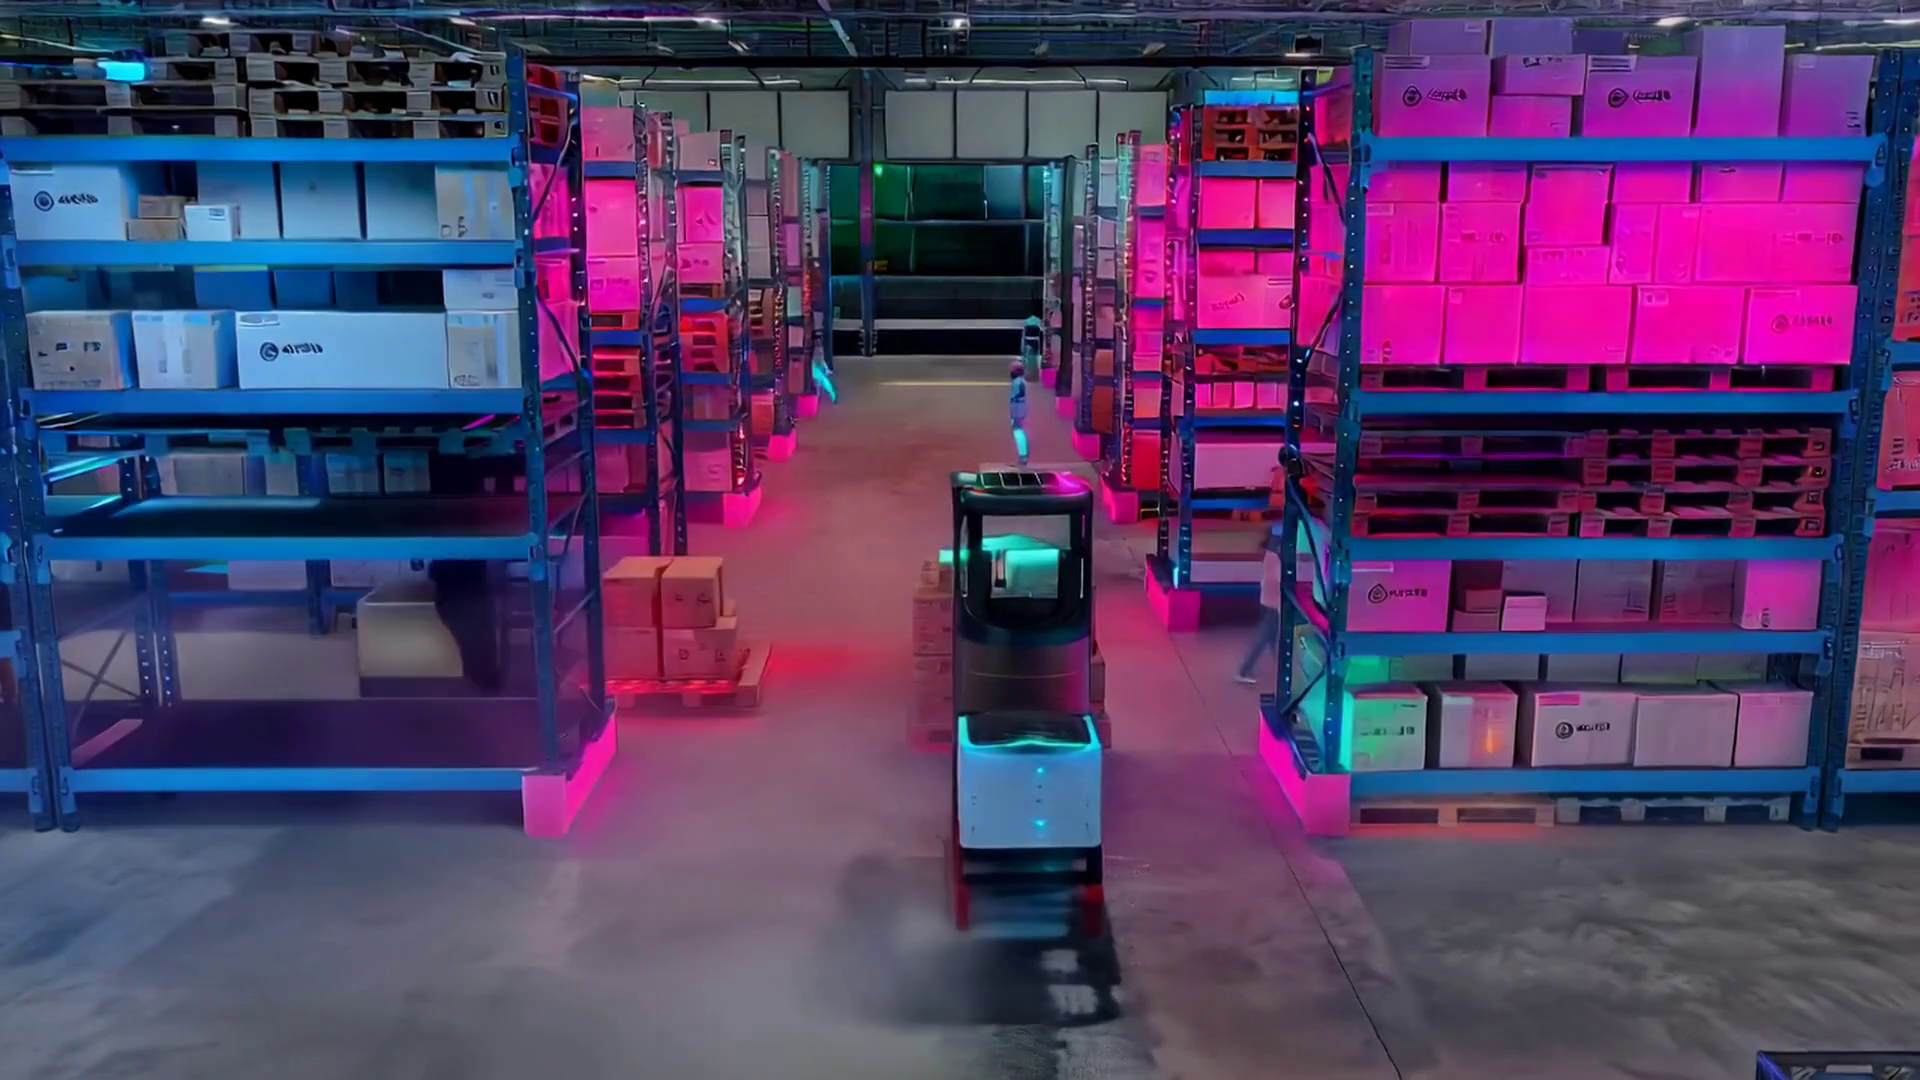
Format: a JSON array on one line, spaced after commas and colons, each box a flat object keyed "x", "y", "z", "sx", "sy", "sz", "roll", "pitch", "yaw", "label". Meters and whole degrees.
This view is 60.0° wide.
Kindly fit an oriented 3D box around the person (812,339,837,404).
[{"x": -3.459, "y": -4.208, "z": 41.620, "sx": 0.783, "sy": 1.649, "sz": 0.555, "roll": 1, "pitch": 11, "yaw": 4, "label": "person"}]

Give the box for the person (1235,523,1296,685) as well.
[{"x": 3.291, "y": 0.664, "z": 17.309, "sx": 0.928, "sy": 1.716, "sz": 0.545, "roll": -1, "pitch": 11, "yaw": -5, "label": "person"}]

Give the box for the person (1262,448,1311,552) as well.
[{"x": 4.540, "y": -0.465, "z": 23.061, "sx": 0.873, "sy": 1.645, "sz": 0.537, "roll": -3, "pitch": 12, "yaw": -15, "label": "person"}]

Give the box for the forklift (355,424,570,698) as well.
[{"x": -5.060, "y": 0.183, "z": 16.795, "sx": 1.873, "sy": 2.768, "sz": 1.129, "roll": 0, "pitch": 11, "yaw": -1, "label": "forklift"}]

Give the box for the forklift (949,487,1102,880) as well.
[{"x": 0.495, "y": 0.986, "z": 12.813, "sx": 1.129, "sy": 2.768, "sz": 1.873, "roll": 0, "pitch": 11, "yaw": -2, "label": "forklift"}]

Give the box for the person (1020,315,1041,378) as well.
[{"x": 1.994, "y": -5.588, "z": 48.097, "sx": 0.743, "sy": 1.805, "sz": 0.447, "roll": -4, "pitch": 12, "yaw": -19, "label": "person"}]

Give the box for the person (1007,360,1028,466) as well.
[{"x": 1.088, "y": -2.430, "z": 31.870, "sx": 0.417, "sy": 2.035, "sz": 0.609, "roll": 4, "pitch": 12, "yaw": 19, "label": "person"}]
